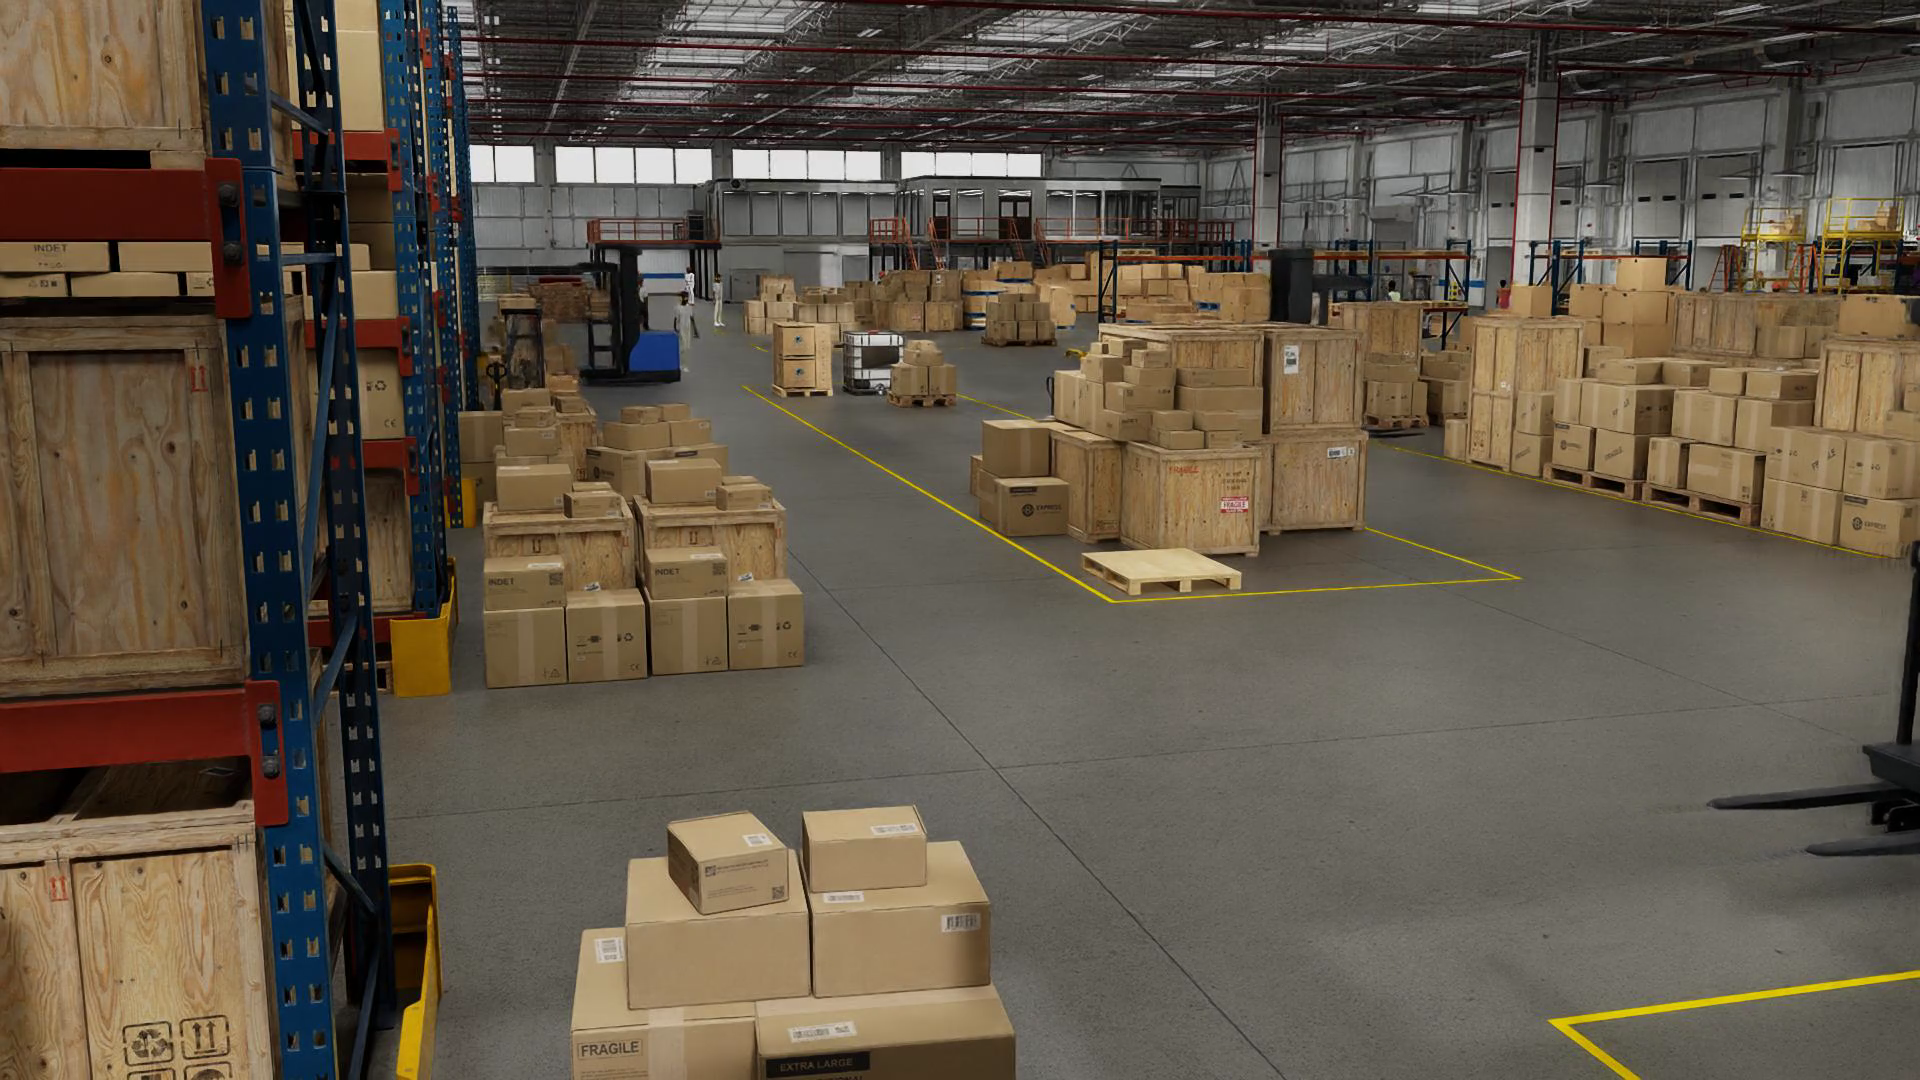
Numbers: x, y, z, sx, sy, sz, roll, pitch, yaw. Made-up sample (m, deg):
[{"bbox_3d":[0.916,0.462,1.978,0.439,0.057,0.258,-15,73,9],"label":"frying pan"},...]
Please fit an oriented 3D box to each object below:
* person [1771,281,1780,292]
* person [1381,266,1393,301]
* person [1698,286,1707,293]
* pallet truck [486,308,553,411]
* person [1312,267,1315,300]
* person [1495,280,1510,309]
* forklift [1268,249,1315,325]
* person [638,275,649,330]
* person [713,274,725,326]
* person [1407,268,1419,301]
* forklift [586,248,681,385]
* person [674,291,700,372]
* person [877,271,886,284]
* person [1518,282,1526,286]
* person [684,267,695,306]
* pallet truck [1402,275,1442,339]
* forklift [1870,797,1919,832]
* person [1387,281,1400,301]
[{"bbox_3d":[23.143,-6.401,47.204,0.866,1.898,0.555,-8,13,-37],"label":"person"},{"bbox_3d":[20.744,-12.365,80.857,0.602,1.939,0.397,7,12,33],"label":"person"},{"bbox_3d":[19.368,-5.708,43.469,0.510,1.833,0.615,7,12,33],"label":"person"},{"bbox_3d":[-6.242,-2.418,24.362,0.823,1.965,1.885,1,10,3],"label":"pallet truck"},{"bbox_3d":[17.030,-12.349,80.766,0.360,1.939,0.543,-4,11,-19],"label":"person"},{"bbox_3d":[19.089,-8.294,58.500,0.532,1.694,0.319,-2,10,-11],"label":"person"},{"bbox_3d":[4.752,-2.819,24.137,1.873,2.768,1.129,-2,10,-12],"label":"forklift"},{"bbox_3d":[-9.985,-7.267,51.699,0.686,2.000,0.997,3,11,18],"label":"person"},{"bbox_3d":[-8.725,-8.676,60.163,0.310,1.869,0.531,6,12,33],"label":"person"},{"bbox_3d":[20.988,-11.631,76.957,0.652,1.858,1.034,-8,13,-37],"label":"person"},{"bbox_3d":[-6.822,-4.654,34.526,1.873,2.768,1.129,-3,10,-15],"label":"forklift"},{"bbox_3d":[-6.223,-4.752,37.998,0.572,1.851,0.531,7,12,35],"label":"person"},{"bbox_3d":[-2.776,-8.657,59.703,0.383,1.991,0.622,7,12,35],"label":"person"},{"bbox_3d":[14.880,-5.881,44.201,0.614,1.914,0.487,-2,10,-10],"label":"person"},{"bbox_3d":[-13.097,-12.274,80.534,0.568,1.878,0.351,5,11,24],"label":"person"},{"bbox_3d":[14.620,-7.324,52.145,0.823,1.965,1.885,8,13,40],"label":"pallet truck"},{"bbox_3d":[5.520,0.093,7.645,1.873,2.768,1.129,-3,10,-15],"label":"forklift"},{"bbox_3d":[12.080,-6.272,46.427,0.398,1.915,0.588,8,13,39],"label":"person"}]
